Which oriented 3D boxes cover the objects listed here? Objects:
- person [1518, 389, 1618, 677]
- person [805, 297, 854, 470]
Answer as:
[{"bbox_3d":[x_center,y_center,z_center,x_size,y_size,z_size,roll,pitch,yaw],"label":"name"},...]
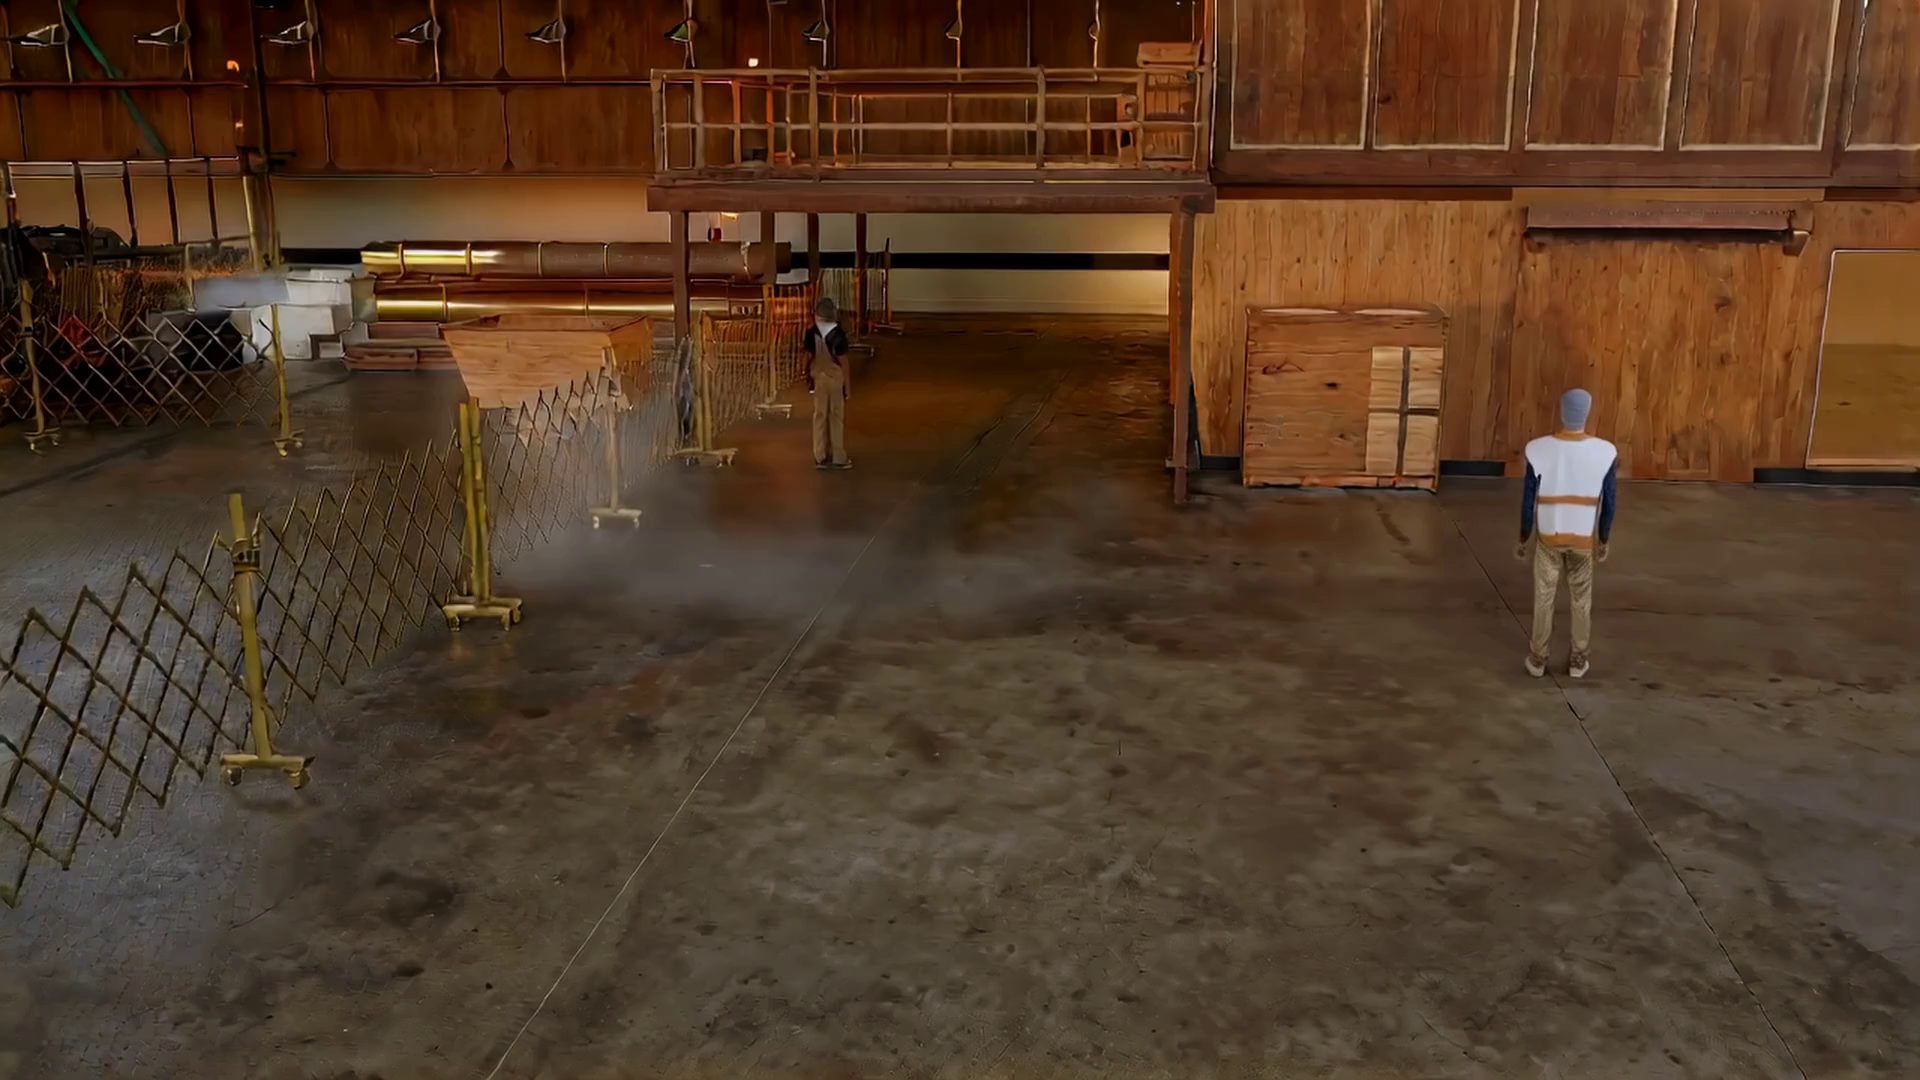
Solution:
[{"bbox_3d":[3.981,-0.036,10.942,0.587,1.920,0.393,4,14,16],"label":"person"},{"bbox_3d":[-1.403,-1.674,17.788,0.504,1.847,0.344,7,15,26],"label":"person"}]
